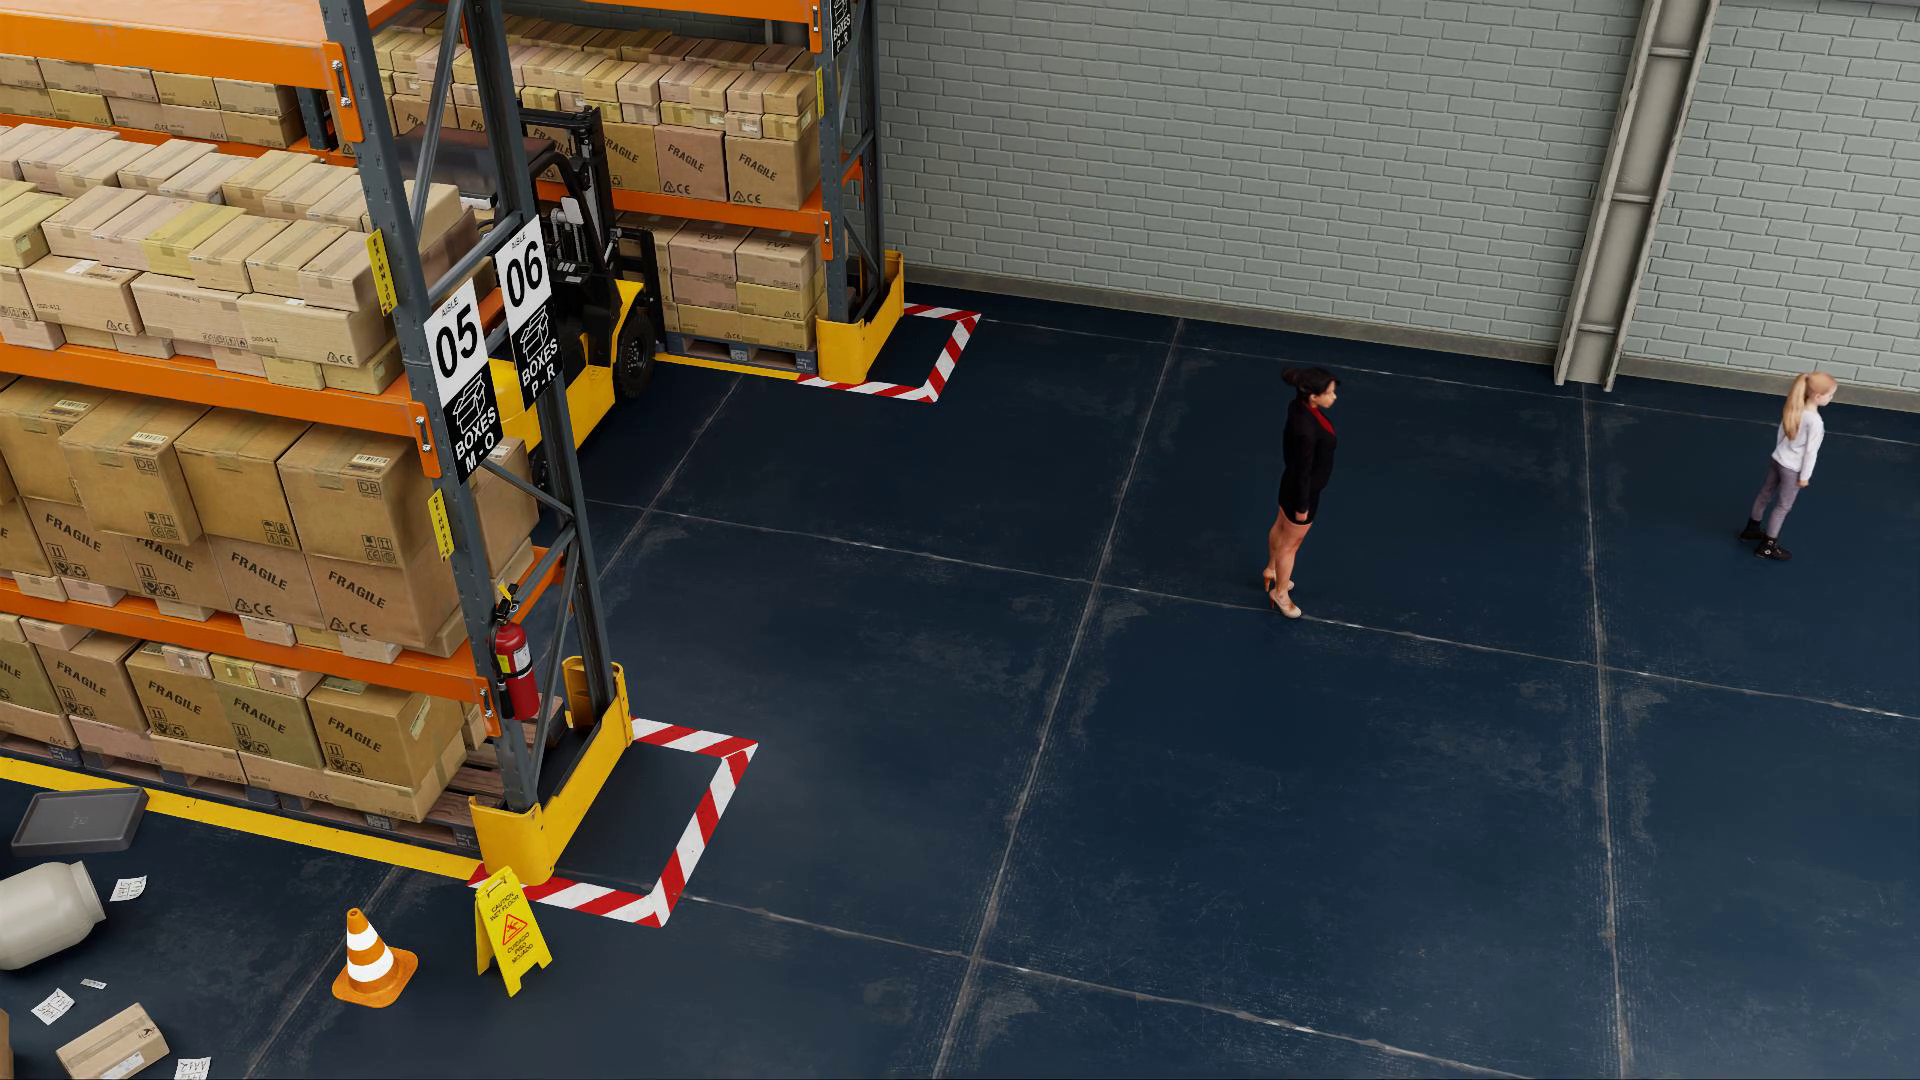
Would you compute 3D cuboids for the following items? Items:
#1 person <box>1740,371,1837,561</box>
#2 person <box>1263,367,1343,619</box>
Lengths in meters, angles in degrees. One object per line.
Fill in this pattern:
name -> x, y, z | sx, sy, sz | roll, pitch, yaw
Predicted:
person -> 5.105, -0.473, 10.249 | 0.586, 1.279, 0.557 | -4, 37, -5
person -> 1.980, -0.286, 9.705 | 0.643, 1.639, 0.630 | 1, 37, 1
